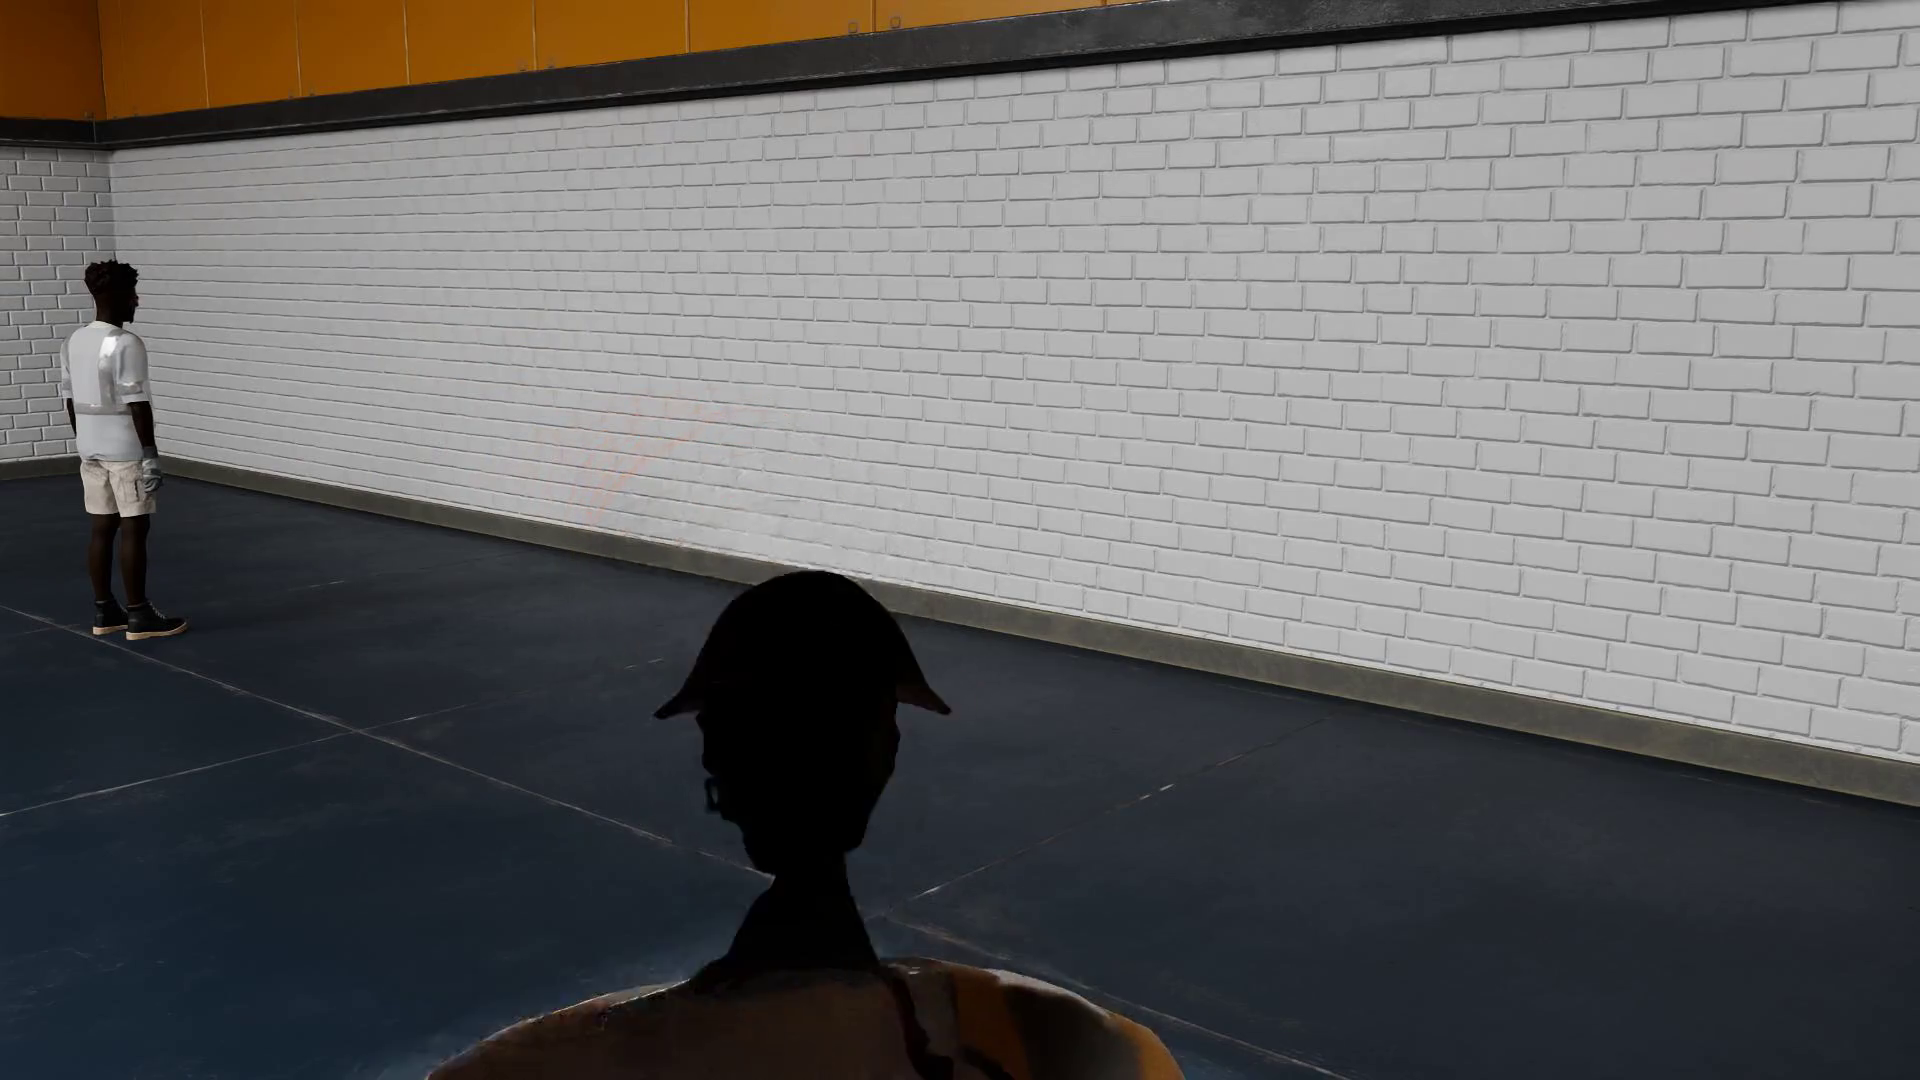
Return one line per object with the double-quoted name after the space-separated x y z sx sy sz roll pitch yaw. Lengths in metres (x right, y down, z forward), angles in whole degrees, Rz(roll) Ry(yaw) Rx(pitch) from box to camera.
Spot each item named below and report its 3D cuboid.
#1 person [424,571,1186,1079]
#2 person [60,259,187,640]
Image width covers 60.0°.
-0.055 0.914 0.986 0.574 1.891 0.949 -4 11 -19 "person"
-4.371 -0.467 8.649 0.614 1.963 0.362 6 12 30 "person"
